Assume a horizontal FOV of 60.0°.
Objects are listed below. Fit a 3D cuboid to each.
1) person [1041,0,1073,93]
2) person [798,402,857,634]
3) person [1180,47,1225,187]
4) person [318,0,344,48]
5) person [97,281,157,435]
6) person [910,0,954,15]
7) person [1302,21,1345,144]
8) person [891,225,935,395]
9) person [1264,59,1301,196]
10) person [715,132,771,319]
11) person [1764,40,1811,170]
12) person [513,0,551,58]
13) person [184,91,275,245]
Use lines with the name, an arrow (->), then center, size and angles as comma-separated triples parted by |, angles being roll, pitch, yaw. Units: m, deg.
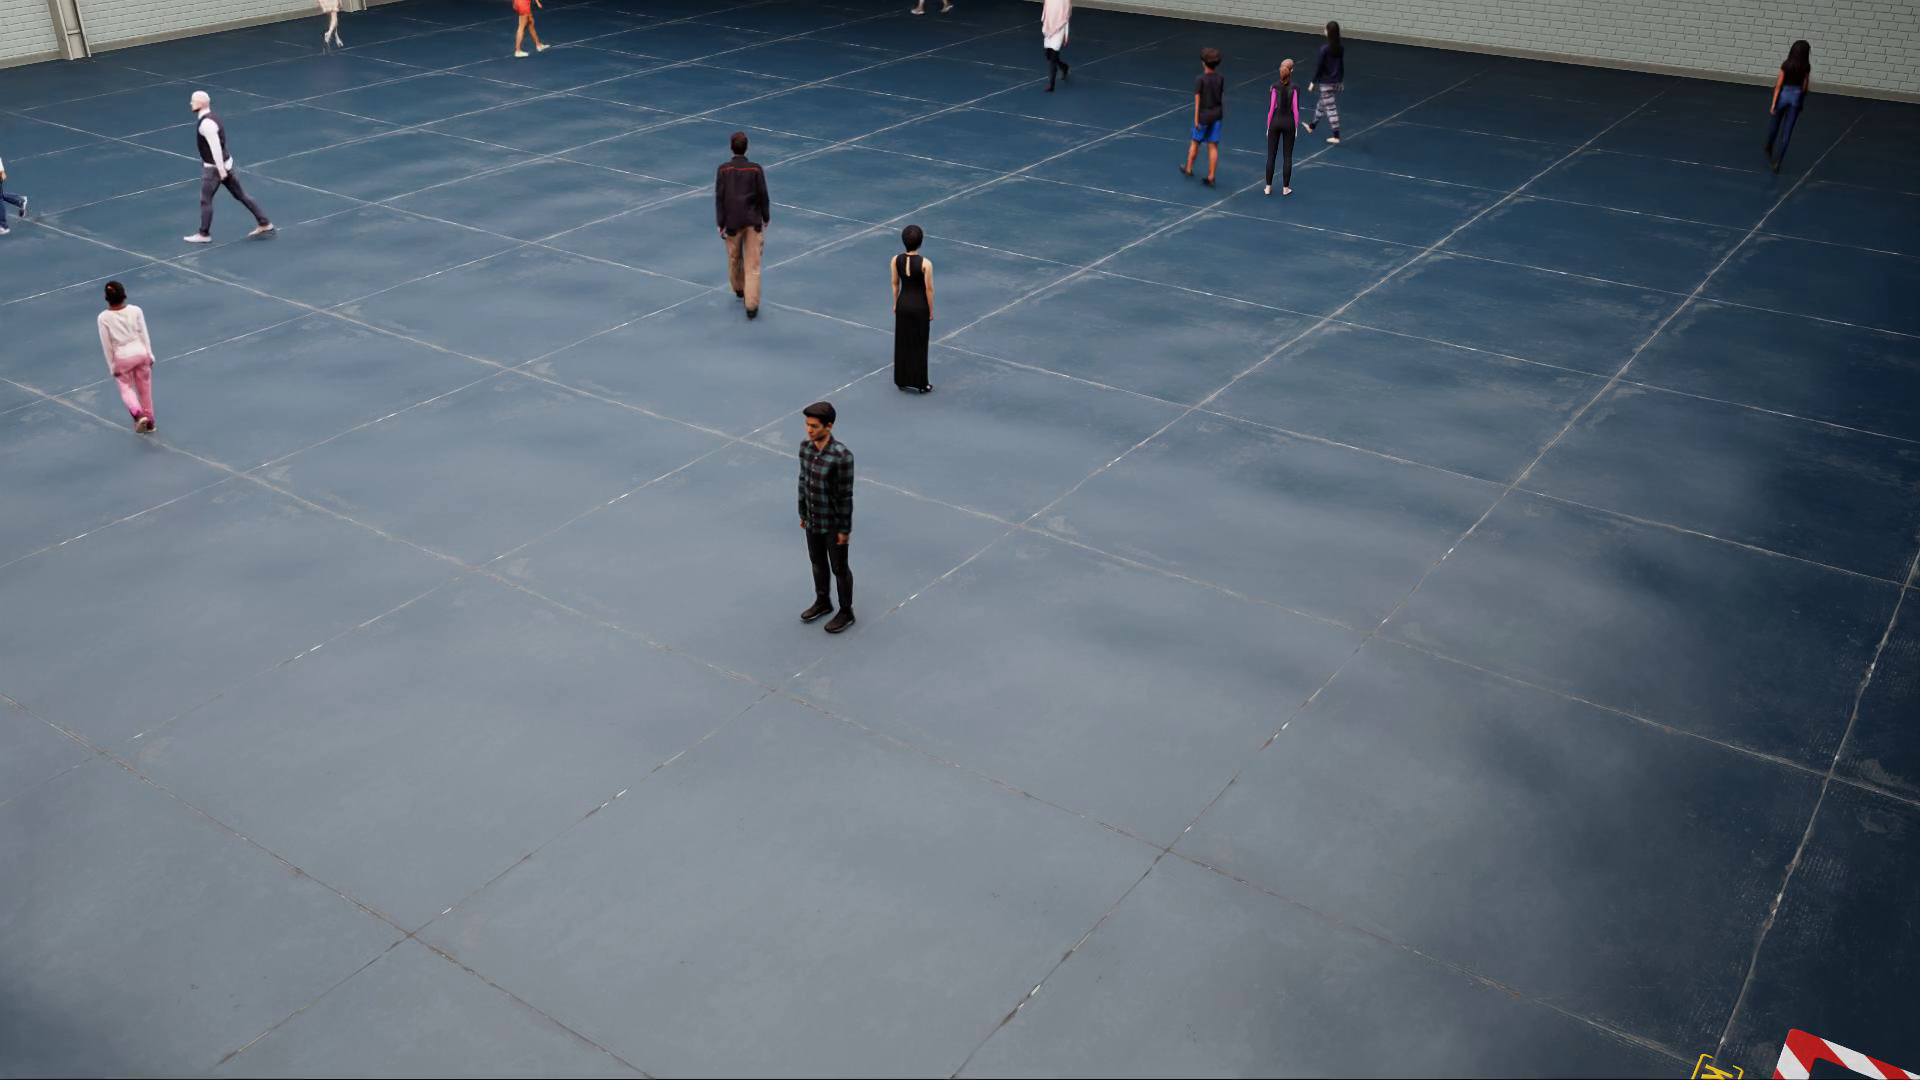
person -> 1.611, -8.304, 27.310 | 0.634, 1.786, 1.003 | 18, 32, 31
person -> -0.926, -0.181, 11.598 | 0.666, 1.709, 0.525 | 20, 33, 34
person -> 3.332, -5.572, 22.024 | 0.995, 1.768, 1.012 | -7, 28, -13
person -> -11.521, -9.792, 30.276 | 0.910, 1.717, 1.047 | 0, 27, -1
person -> -7.307, -1.599, 14.675 | 0.744, 1.433, 0.744 | -18, 32, -31
person -> -0.504, -11.475, 33.651 | 1.124, 1.619, 1.097 | -3, 27, -6
person -> 5.415, -6.591, 24.089 | 1.068, 1.690, 0.895 | -19, 33, -32
person -> -0.452, -2.152, 15.567 | 0.615, 1.600, 0.579 | 11, 29, 20
person -> 4.199, -5.387, 21.684 | 0.636, 1.752, 0.667 | 6, 28, 12
person -> -2.267, -3.255, 17.391 | 1.143, 1.890, 1.237 | -3, 27, -6
person -> 11.361, -5.927, 22.797 | 0.847, 1.691, 1.221 | 8, 28, 15
person -> -7.875, -9.521, 29.700 | 1.051, 1.762, 0.718 | -22, 35, -36
person -> -8.705, -4.404, 19.746 | 1.316, 1.778, 1.212 | -7, 28, -13
